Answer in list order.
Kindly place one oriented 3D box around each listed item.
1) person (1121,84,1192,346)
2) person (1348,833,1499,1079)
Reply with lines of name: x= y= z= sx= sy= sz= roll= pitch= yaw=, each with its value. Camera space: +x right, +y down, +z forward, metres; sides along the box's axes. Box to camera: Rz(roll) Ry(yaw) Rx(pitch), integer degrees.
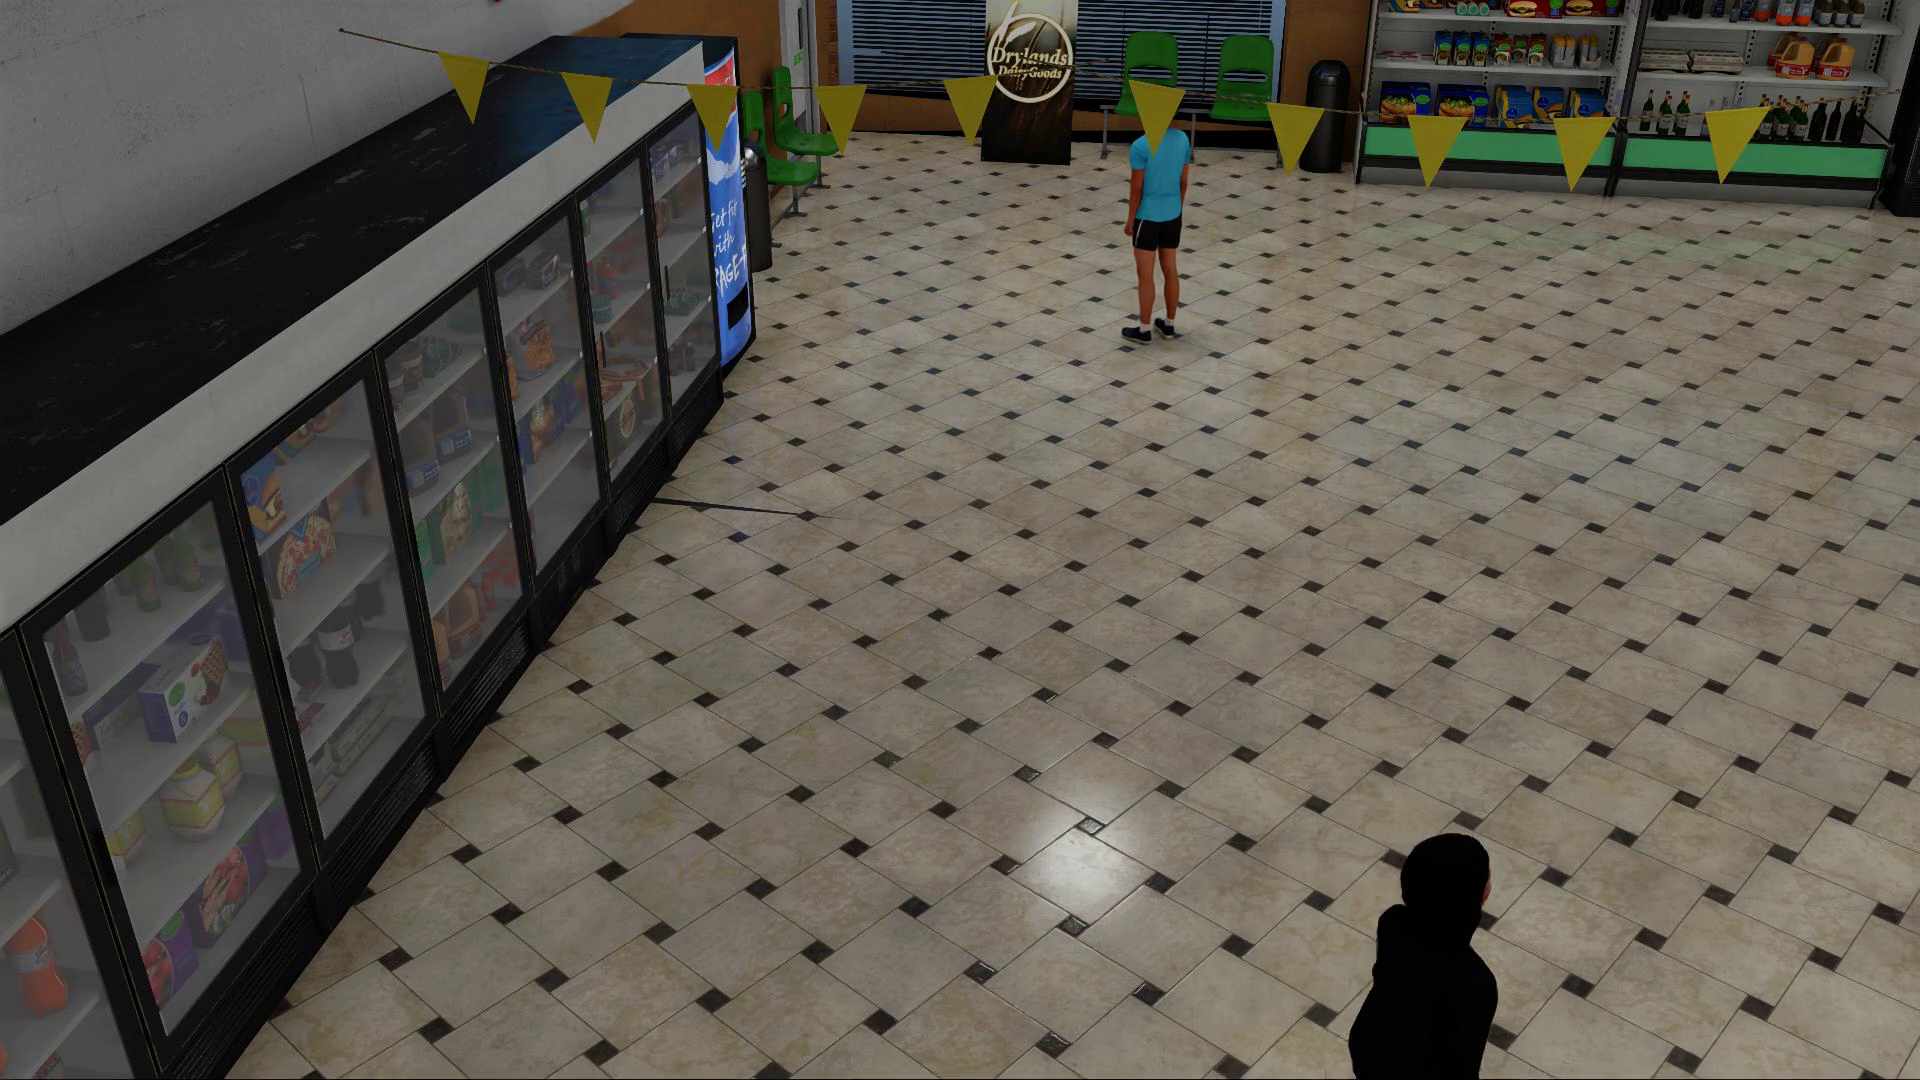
person: x=1.359 y=-2.213 z=11.367 sx=0.662 sy=1.777 sz=0.751 roll=-14 pitch=32 yaw=-24
person: x=1.212 y=1.526 z=4.610 sx=0.771 sy=1.689 sz=0.713 roll=-17 pitch=33 yaw=-28
